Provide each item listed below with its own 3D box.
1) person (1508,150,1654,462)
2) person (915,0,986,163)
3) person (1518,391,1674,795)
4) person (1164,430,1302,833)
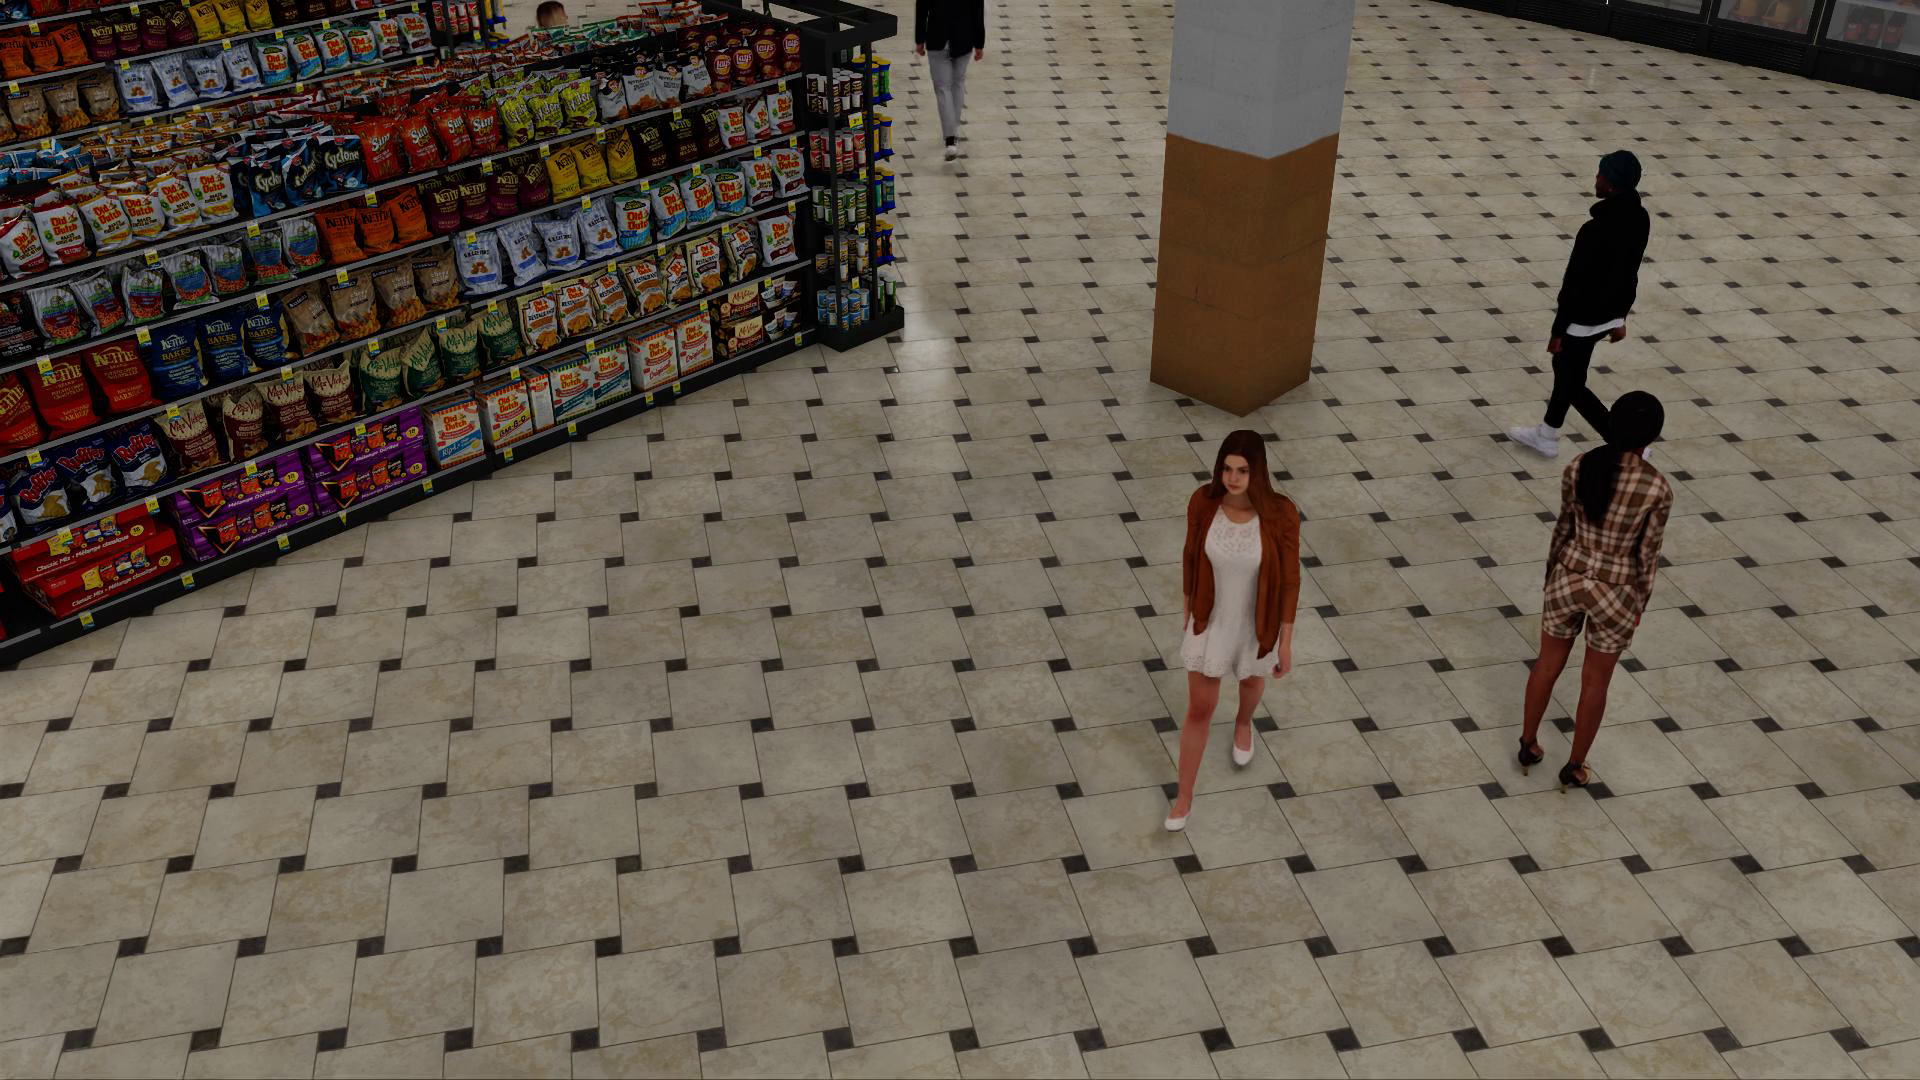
[{"bbox_3d":[3.383,-1.118,8.724,1.093,1.789,0.806,-22,38,-31],"label":"person"},{"bbox_3d":[-0.074,-3.942,13.148,1.248,1.909,1.241,-4,32,-6],"label":"person"},{"bbox_3d":[2.489,0.233,6.550,0.576,1.791,0.542,26,40,35],"label":"person"},{"bbox_3d":[1.120,0.279,6.593,0.968,1.668,1.194,9,33,14],"label":"person"}]
